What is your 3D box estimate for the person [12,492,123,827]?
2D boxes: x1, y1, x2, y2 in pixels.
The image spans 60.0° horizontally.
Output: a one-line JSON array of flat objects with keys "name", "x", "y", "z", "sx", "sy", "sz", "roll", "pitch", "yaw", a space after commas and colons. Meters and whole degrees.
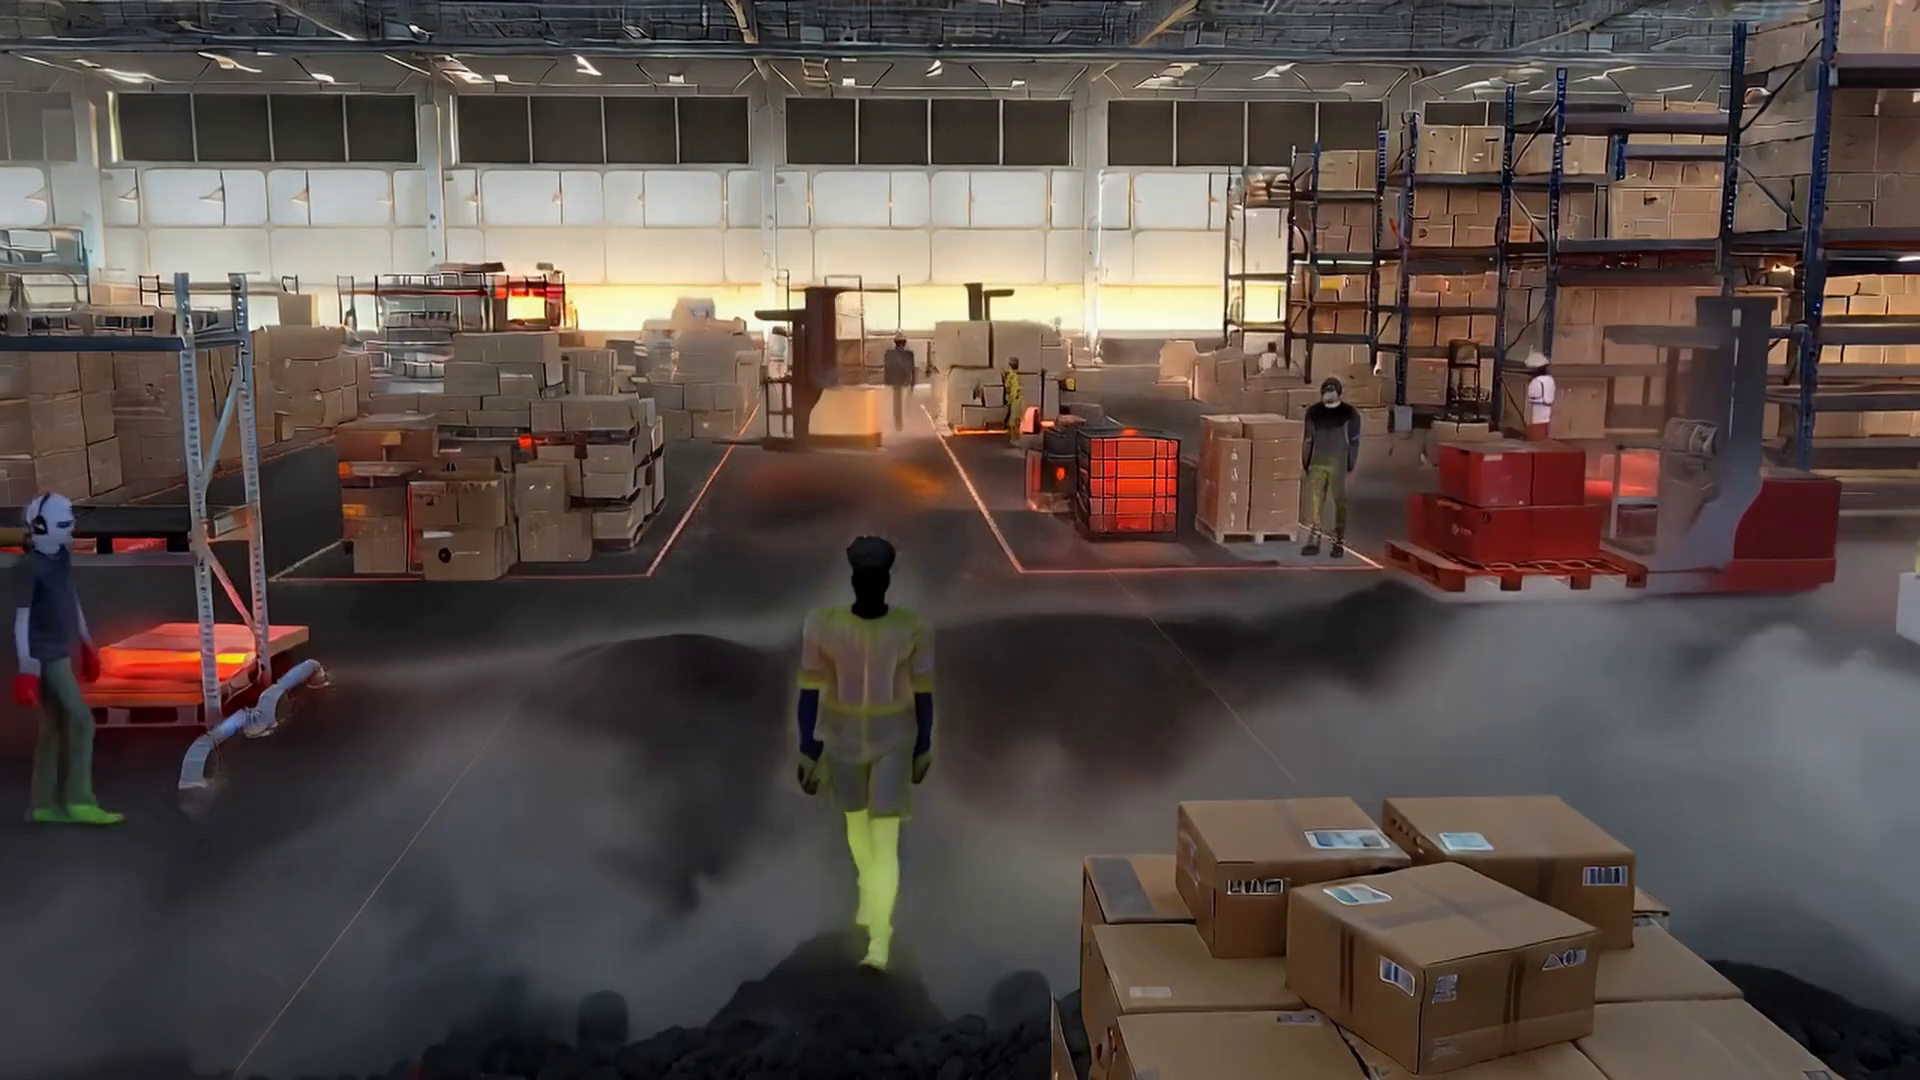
[{"name": "person", "x": -4.837, "y": 0.664, "z": 9.082, "sx": 0.682, "sy": 1.848, "sz": 0.531, "roll": -1, "pitch": 9, "yaw": -5}]

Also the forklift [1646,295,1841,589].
[{"name": "forklift", "x": 7.480, "y": -0.987, "z": 16.228, "sx": 1.873, "sy": 2.768, "sz": 1.129, "roll": -1, "pitch": 9, "yaw": -4}]

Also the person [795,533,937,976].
[{"name": "person", "x": -0.415, "y": 0.914, "z": 7.343, "sx": 0.603, "sy": 1.897, "sz": 1.034, "roll": 1, "pitch": 9, "yaw": 5}]

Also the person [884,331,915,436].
[{"name": "person", "x": -1.145, "y": -2.941, "z": 31.317, "sx": 0.620, "sy": 1.978, "sz": 0.496, "roll": -3, "pitch": 9, "yaw": -16}]

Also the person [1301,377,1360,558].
[{"name": "person", "x": 3.967, "y": -0.782, "z": 17.888, "sx": 0.630, "sy": 1.940, "sz": 0.372, "roll": 6, "pitch": 11, "yaw": 32}]

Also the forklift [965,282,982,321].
[{"name": "forklift", "x": 0.394, "y": -5.573, "z": 45.026, "sx": 1.873, "sy": 2.768, "sz": 1.129, "roll": -1, "pitch": 9, "yaw": -4}]

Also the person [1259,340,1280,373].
[{"name": "person", "x": 6.462, "y": -3.366, "z": 34.983, "sx": 0.531, "sy": 1.667, "sz": 0.764, "roll": 9, "pitch": 13, "yaw": 44}]

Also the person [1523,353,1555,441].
[{"name": "person", "x": 8.356, "y": -1.729, "z": 23.900, "sx": 0.562, "sy": 1.918, "sz": 0.554, "roll": -8, "pitch": 12, "yaw": -41}]

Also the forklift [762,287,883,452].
[{"name": "forklift", "x": -2.354, "y": -2.955, "z": 28.585, "sx": 1.873, "sy": 2.768, "sz": 1.129, "roll": 2, "pitch": 9, "yaw": 11}]

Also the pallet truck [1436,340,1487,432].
[{"name": "pallet truck", "x": 8.004, "y": -2.170, "z": 26.422, "sx": 0.823, "sy": 1.965, "sz": 1.885, "roll": 2, "pitch": 9, "yaw": 14}]

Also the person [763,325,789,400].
[{"name": "person", "x": -4.439, "y": -4.266, "z": 40.118, "sx": 0.624, "sy": 1.822, "sz": 0.518, "roll": -1, "pitch": 9, "yaw": -9}]

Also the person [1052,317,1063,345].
[{"name": "person", "x": 2.458, "y": -4.897, "z": 43.799, "sx": 0.571, "sy": 1.917, "sz": 0.575, "roll": -2, "pitch": 9, "yaw": -14}]

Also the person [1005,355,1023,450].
[{"name": "person", "x": 0.940, "y": -2.392, "z": 28.922, "sx": 0.309, "sy": 1.645, "sz": 0.514, "roll": 1, "pitch": 9, "yaw": 3}]
